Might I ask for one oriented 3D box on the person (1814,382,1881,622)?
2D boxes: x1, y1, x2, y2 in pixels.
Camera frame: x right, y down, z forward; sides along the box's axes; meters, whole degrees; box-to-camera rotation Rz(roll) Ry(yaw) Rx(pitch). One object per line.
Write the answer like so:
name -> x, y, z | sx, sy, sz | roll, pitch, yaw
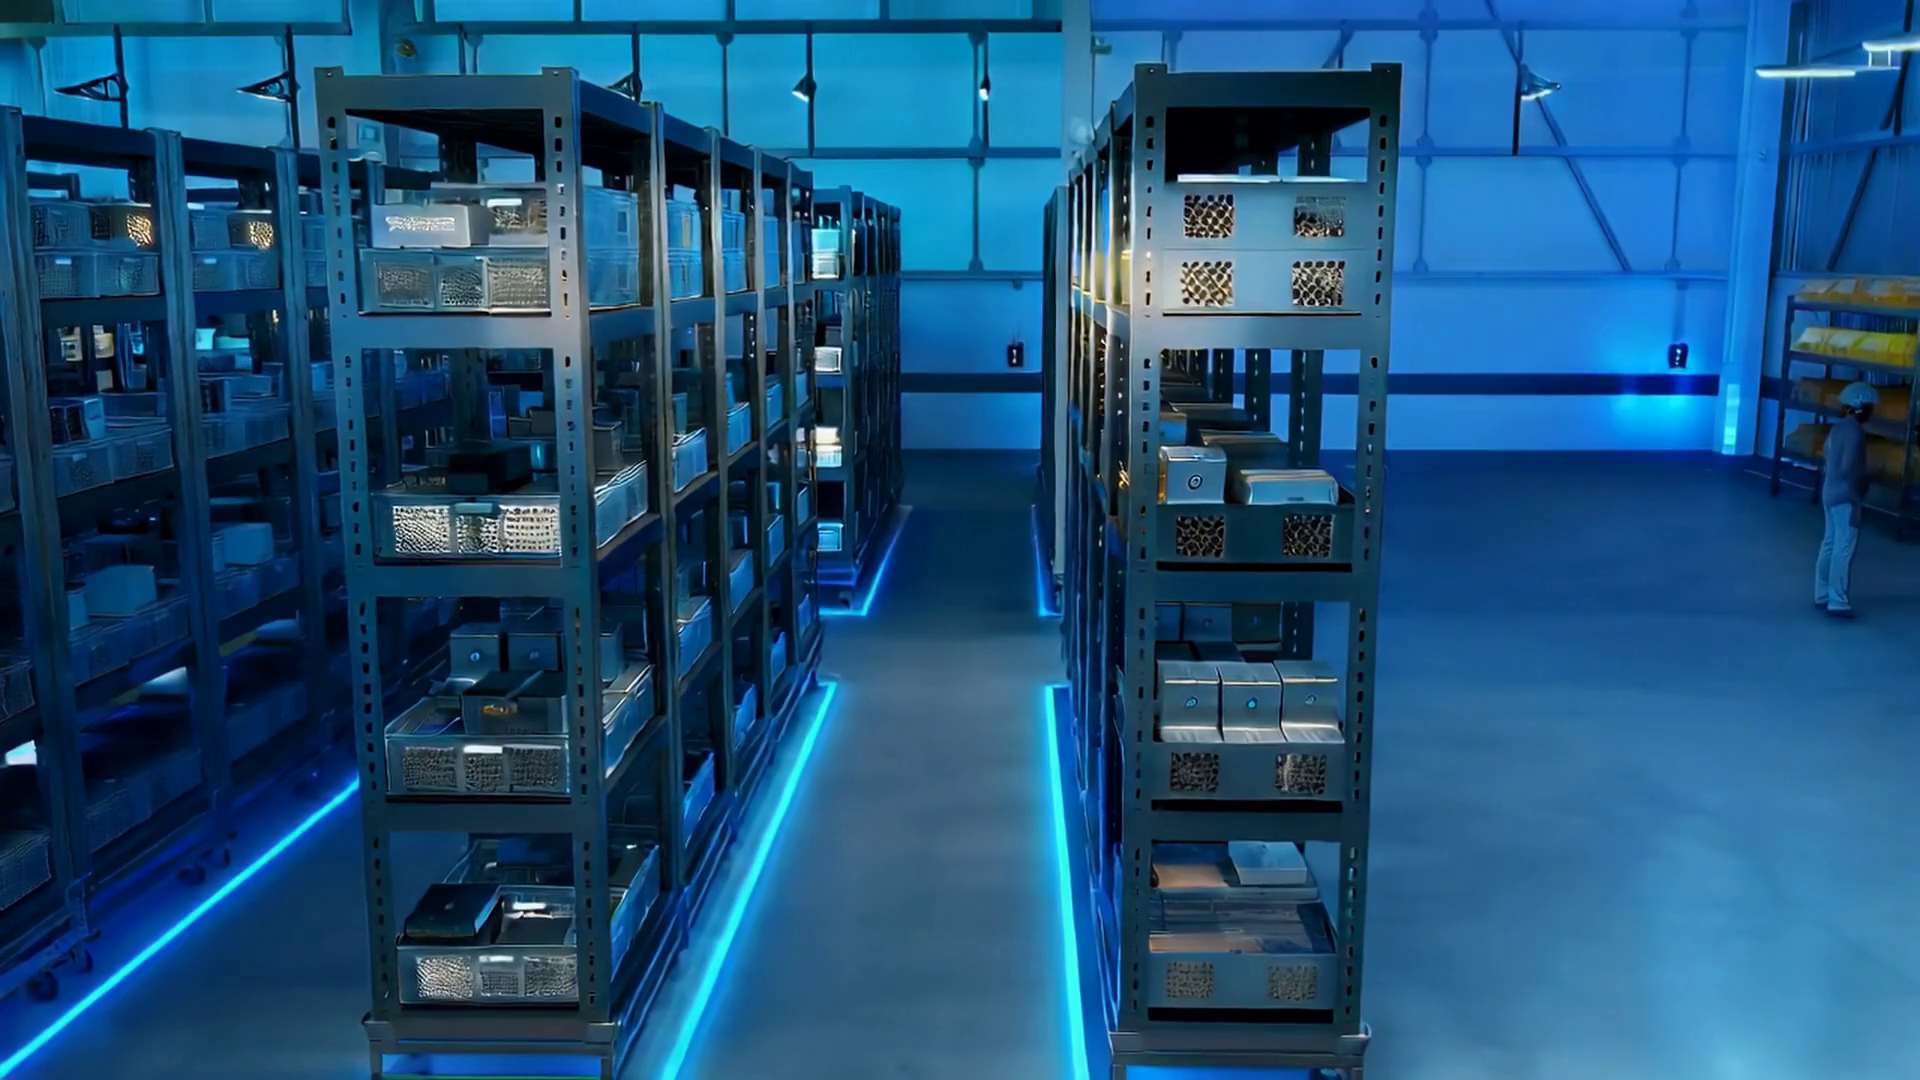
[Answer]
person -> 7.408, -0.321, 13.892 | 0.376, 1.995, 0.612 | 2, 10, 9
